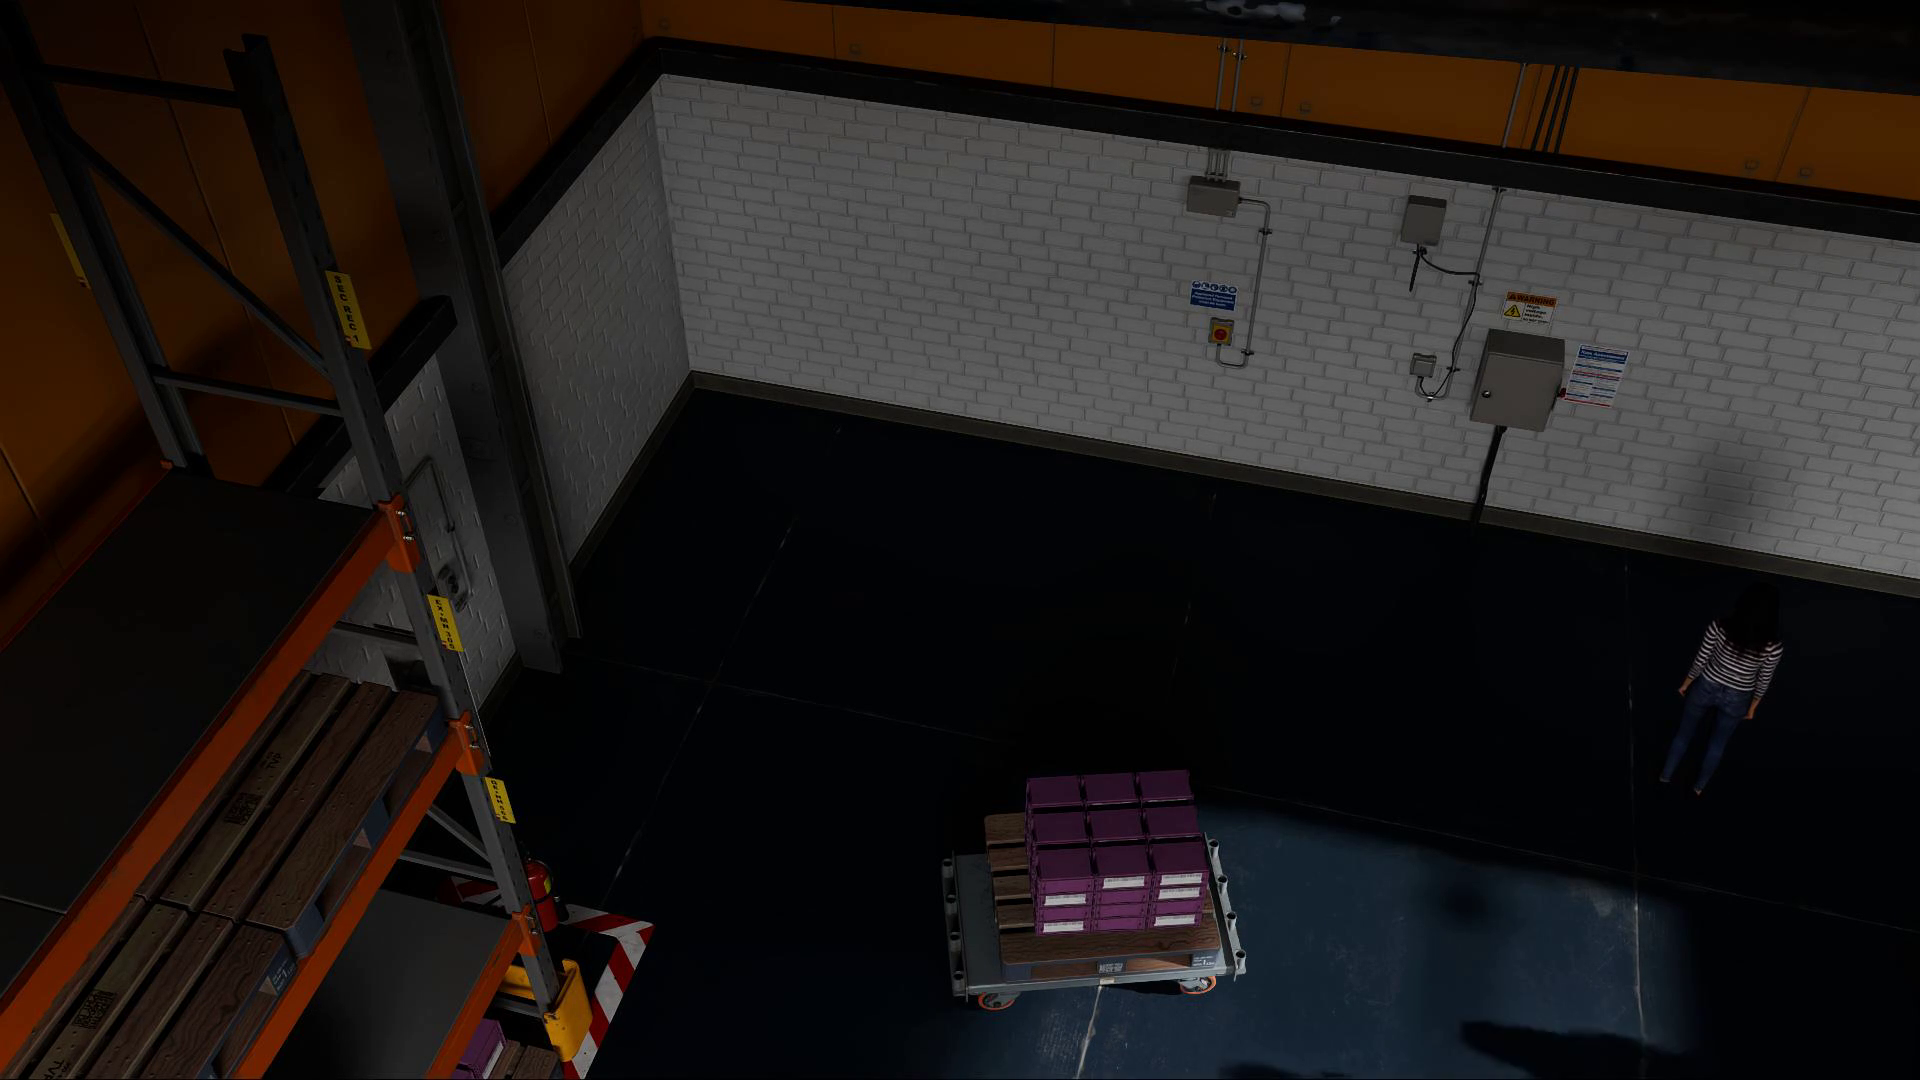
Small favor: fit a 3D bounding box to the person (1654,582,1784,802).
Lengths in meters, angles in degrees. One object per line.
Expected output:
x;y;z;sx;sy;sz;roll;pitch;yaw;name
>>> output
4.548;0.945;9.976;0.637;1.796;0.577;21;48;21;person
